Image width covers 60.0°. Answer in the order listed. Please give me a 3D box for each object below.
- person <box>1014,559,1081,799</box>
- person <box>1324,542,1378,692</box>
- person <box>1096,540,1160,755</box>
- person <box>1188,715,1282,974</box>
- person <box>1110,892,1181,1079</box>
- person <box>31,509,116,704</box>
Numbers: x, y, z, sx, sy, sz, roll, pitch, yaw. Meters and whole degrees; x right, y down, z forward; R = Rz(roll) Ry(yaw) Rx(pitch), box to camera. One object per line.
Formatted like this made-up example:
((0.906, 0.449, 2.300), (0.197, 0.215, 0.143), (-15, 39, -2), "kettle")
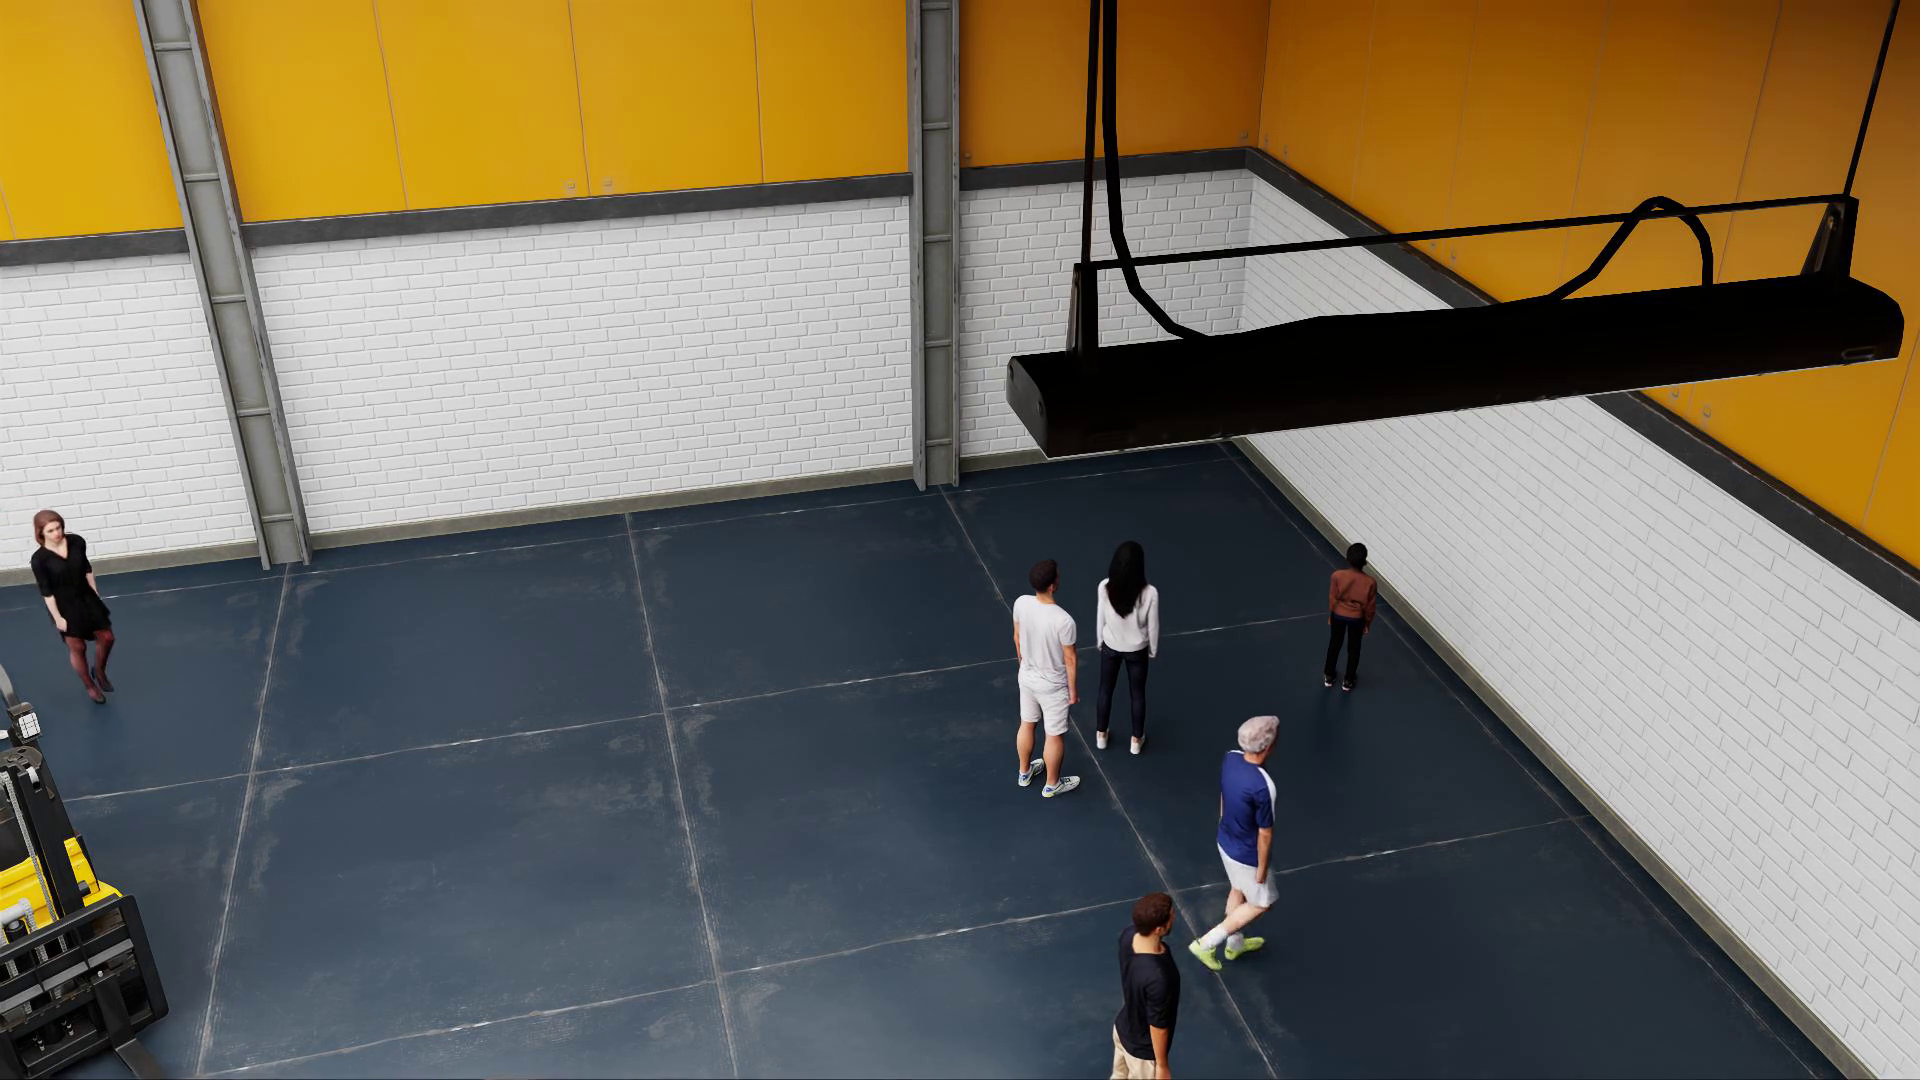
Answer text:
((0.583, 0.953, 11.549), (0.767, 1.856, 0.778), (23, 36, 35), "person")
((3.001, 0.586, 12.851), (0.558, 1.253, 0.644), (10, 30, 18), "person")
((1.189, 0.772, 12.047), (0.642, 1.698, 0.750), (7, 29, 13), "person")
((1.633, 1.860, 9.925), (0.893, 1.820, 0.715), (-12, 31, -21), "person")
((0.935, 2.570, 8.589), (0.533, 1.852, 0.627), (-7, 29, -13), "person")
((-6.755, 0.491, 12.566), (0.778, 1.693, 0.718), (15, 32, 26), "person")
